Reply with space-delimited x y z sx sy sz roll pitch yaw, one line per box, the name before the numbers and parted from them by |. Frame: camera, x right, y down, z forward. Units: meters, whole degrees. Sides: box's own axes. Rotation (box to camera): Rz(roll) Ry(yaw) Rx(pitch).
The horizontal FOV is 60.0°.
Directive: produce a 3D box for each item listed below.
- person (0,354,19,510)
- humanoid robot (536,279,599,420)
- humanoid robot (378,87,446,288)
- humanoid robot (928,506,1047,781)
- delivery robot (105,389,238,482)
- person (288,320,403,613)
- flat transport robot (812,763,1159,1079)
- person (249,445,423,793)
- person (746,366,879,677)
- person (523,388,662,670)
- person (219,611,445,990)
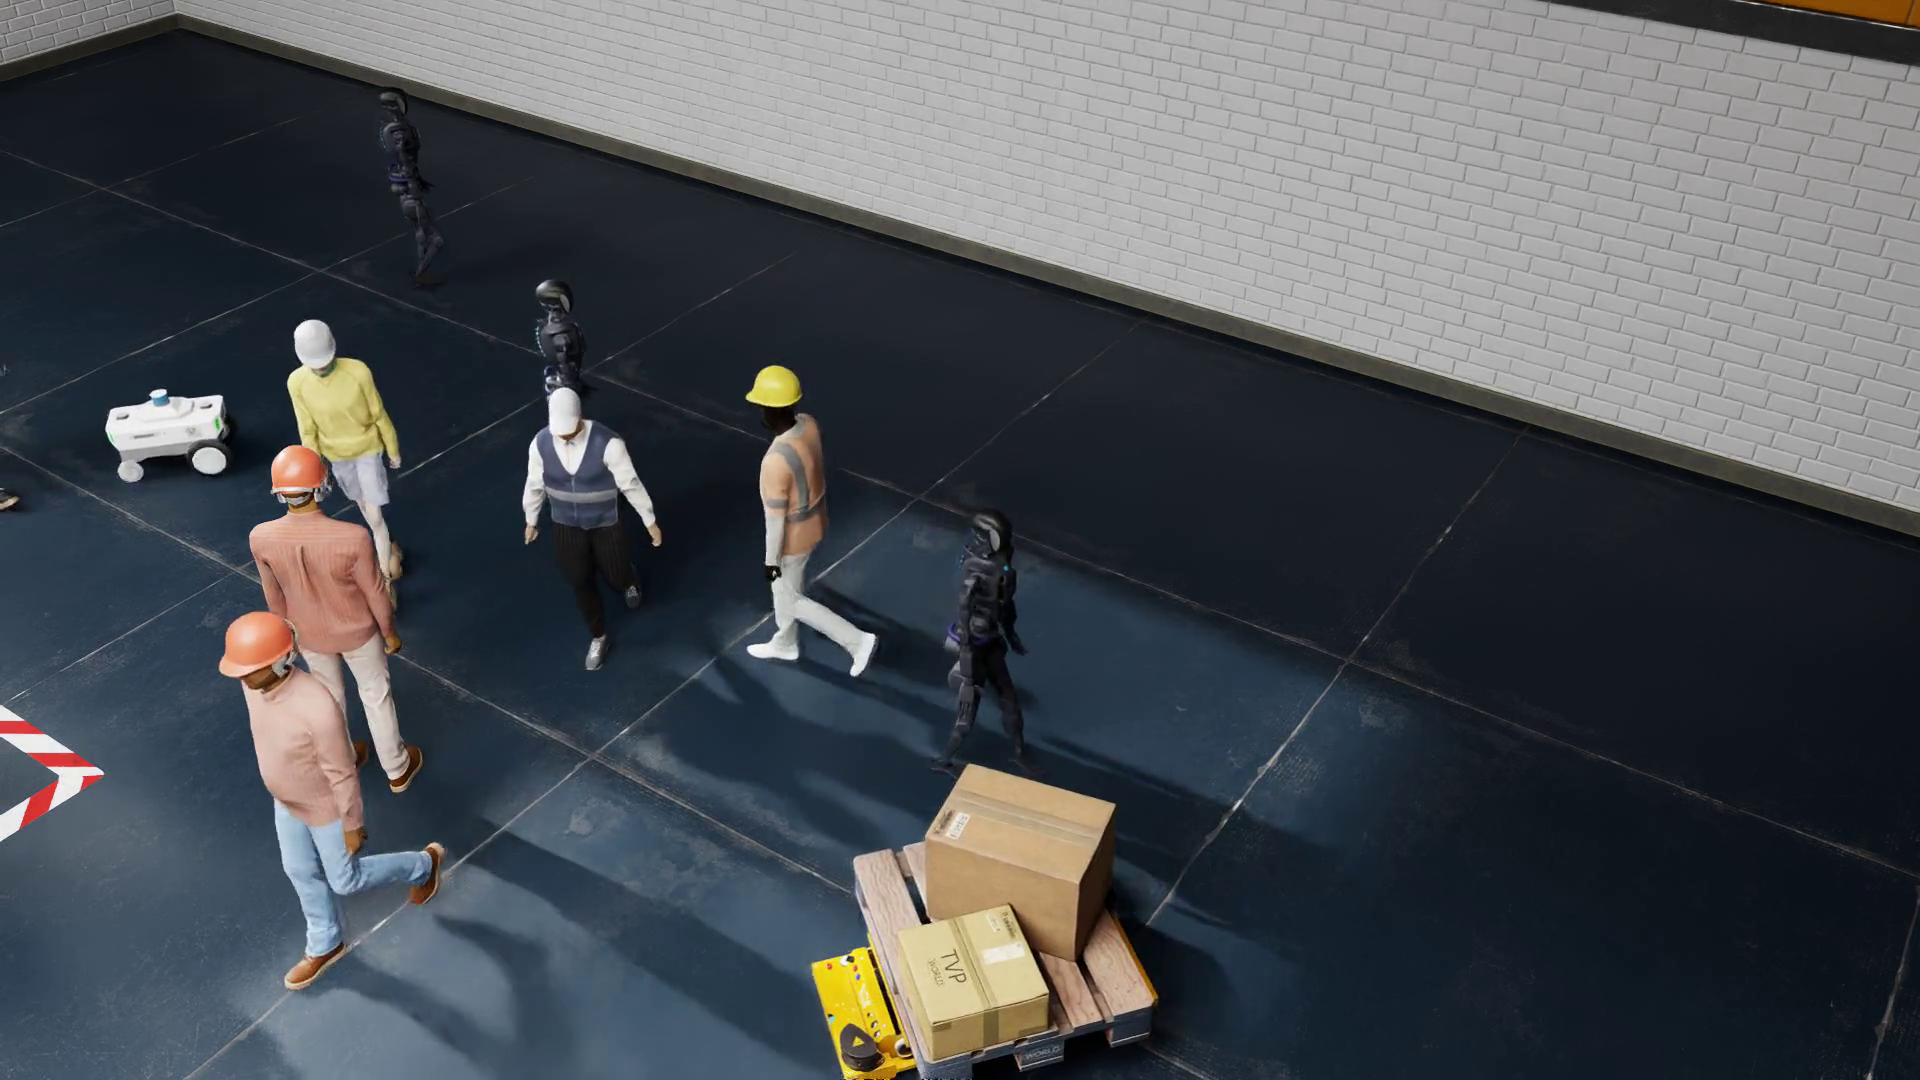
person | -6.319 -1.119 10.418 0.943 1.916 0.616 21 40 27
humanoid robot | -2.410 -0.872 10.280 0.368 1.655 0.604 -8 36 -11
humanoid robot | -4.249 -2.729 12.933 0.350 1.655 0.588 -11 36 -15
humanoid robot | 0.135 0.559 8.254 0.603 1.631 0.589 14 37 19
delivery robot | -5.221 -0.720 11.044 0.787 0.596 0.499 -9 36 -13
person | -3.479 -0.435 9.515 0.492 1.839 0.840 -4 35 -6
flat transport robot | 0.105 1.967 7.452 1.431 0.231 0.659 -10 36 -14
person | -3.056 0.417 8.175 0.610 1.986 0.401 2 35 3
person | -0.830 -0.062 8.925 0.724 1.902 0.597 6 35 8
person | -2.014 -0.124 9.154 0.785 1.734 0.614 1 35 2
person | -2.766 1.076 7.243 0.619 1.970 0.757 22 41 28
